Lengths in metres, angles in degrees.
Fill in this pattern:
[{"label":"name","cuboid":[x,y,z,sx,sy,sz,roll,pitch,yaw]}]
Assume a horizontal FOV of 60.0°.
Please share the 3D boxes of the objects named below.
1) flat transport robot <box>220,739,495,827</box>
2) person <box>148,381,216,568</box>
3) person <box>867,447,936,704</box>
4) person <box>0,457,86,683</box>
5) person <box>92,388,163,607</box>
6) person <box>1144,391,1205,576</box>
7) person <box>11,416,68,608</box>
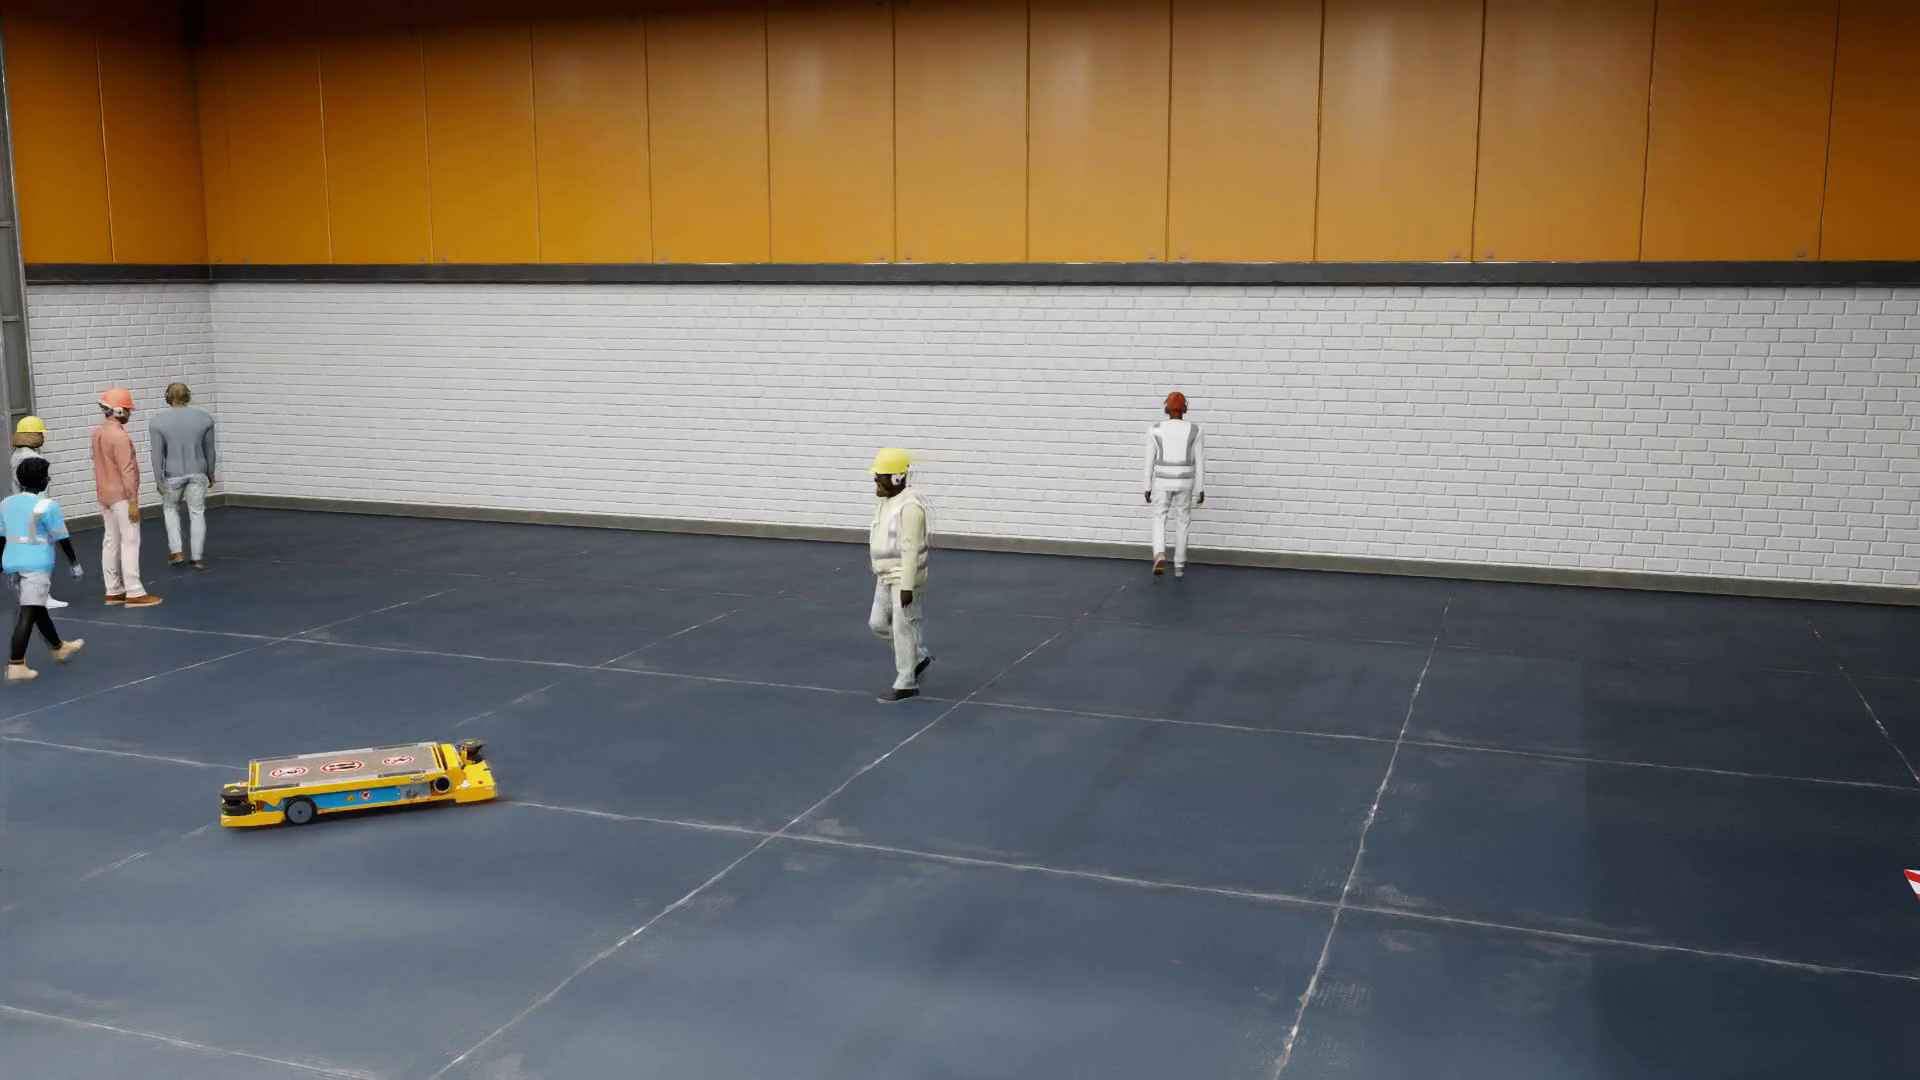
[{"label":"flat transport robot","cuboid":[-3.440,1.375,9.512,1.431,0.197,0.652,-4,10,-22]},{"label":"person","cuboid":[-7.984,-0.668,17.112,0.630,1.922,0.590,-6,11,-34]},{"label":"person","cuboid":[-0.421,0.251,11.712,0.457,1.819,0.607,-4,10,-25]},{"label":"person","cuboid":[-6.937,0.200,12.529,0.559,1.641,0.873,3,10,19]},{"label":"person","cuboid":[-7.588,-0.381,15.131,0.631,1.990,0.475,7,12,38]},{"label":"person","cuboid":[2.123,-0.539,16.438,0.598,1.869,0.661,2,9,11]},{"label":"person","cuboid":[-8.361,-0.248,15.039,0.487,1.741,0.314,7,12,37]}]
